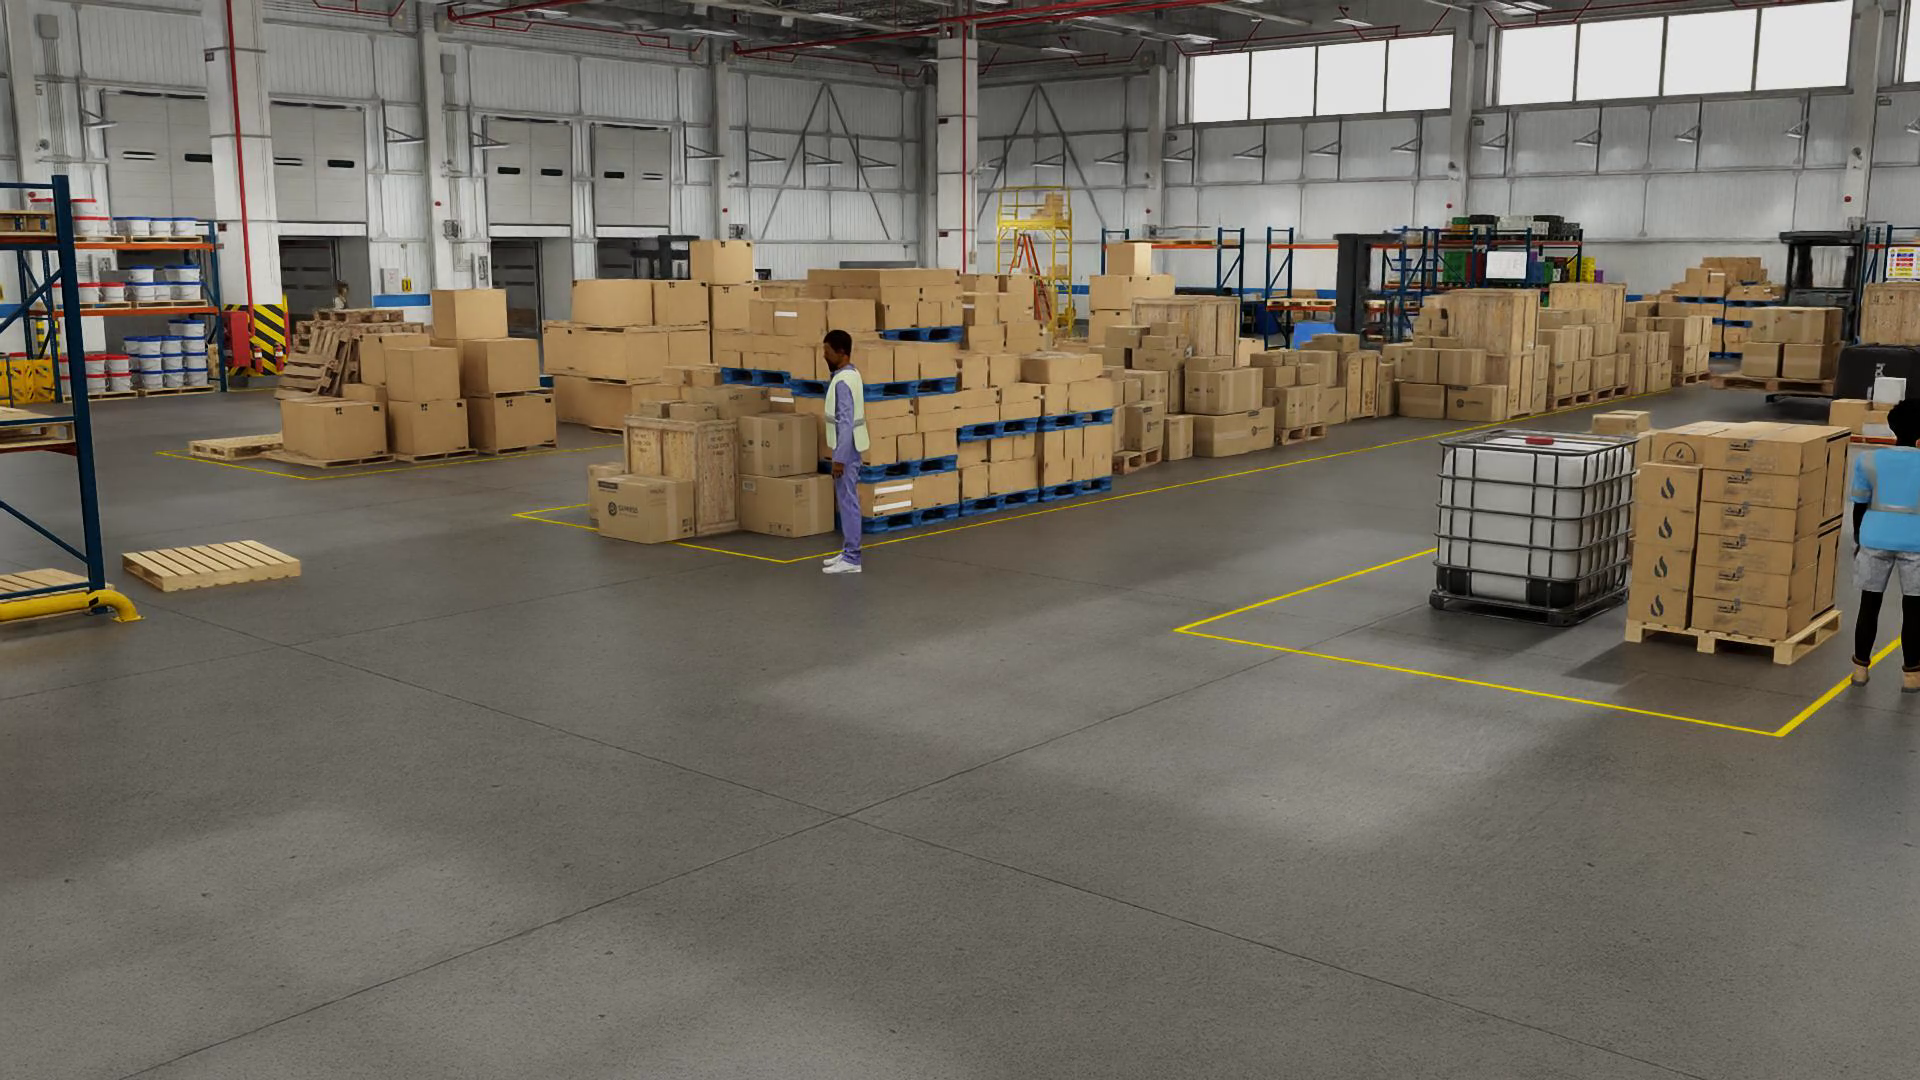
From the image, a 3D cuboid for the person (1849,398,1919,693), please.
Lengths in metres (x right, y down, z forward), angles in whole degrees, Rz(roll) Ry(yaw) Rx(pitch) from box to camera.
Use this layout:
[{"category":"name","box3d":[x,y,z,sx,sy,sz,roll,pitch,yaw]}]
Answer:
[{"category":"person","box3d":[5.402,0.033,9.576,0.533,1.697,0.318,8,13,38]}]

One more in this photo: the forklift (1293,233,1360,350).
[{"category":"forklift","box3d":[7.565,-4.611,32.646,1.873,2.768,1.129,4,11,21]}]

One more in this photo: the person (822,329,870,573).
[{"category":"person","box3d":[-0.905,-0.696,13.101,0.392,1.916,0.592,0,10,-1]}]

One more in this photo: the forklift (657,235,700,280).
[{"category":"forklift","box3d":[-6.116,-5.275,36.425,1.873,2.768,1.129,8,13,40]}]

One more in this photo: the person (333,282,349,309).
[{"category":"person","box3d":[-12.974,-4.526,35.145,0.634,1.822,0.546,-1,10,-6]}]

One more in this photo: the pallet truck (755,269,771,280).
[{"category":"pallet truck","box3d":[-4.996,-6.432,45.525,1.885,1.965,0.823,-6,12,-32]}]

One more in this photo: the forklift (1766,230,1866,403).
[{"category":"forklift","box3d":[14.133,-3.650,27.174,1.129,2.768,1.873,8,13,39]}]
